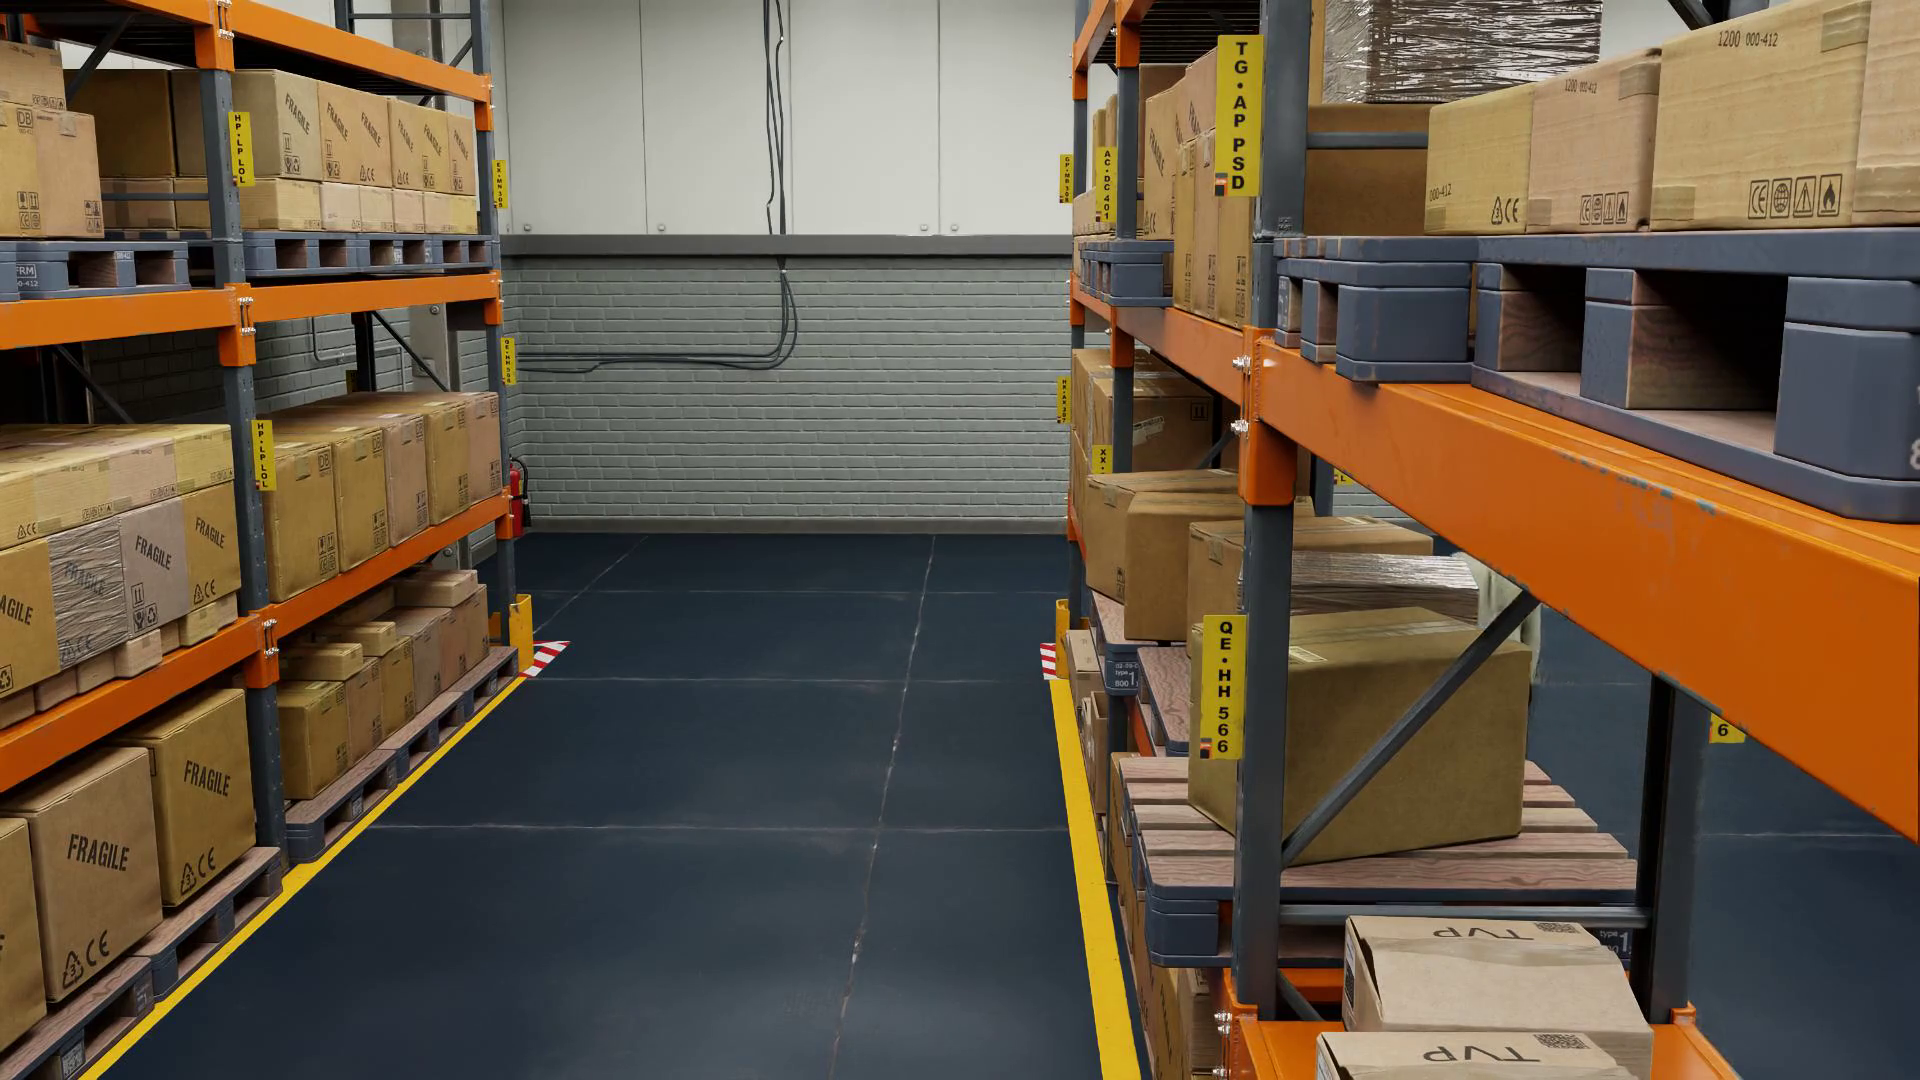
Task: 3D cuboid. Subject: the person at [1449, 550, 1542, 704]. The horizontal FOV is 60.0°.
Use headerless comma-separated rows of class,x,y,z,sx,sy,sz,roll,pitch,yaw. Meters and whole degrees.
person,2.501,0.670,7.935,0.621,1.958,1.022,-1,10,-4
